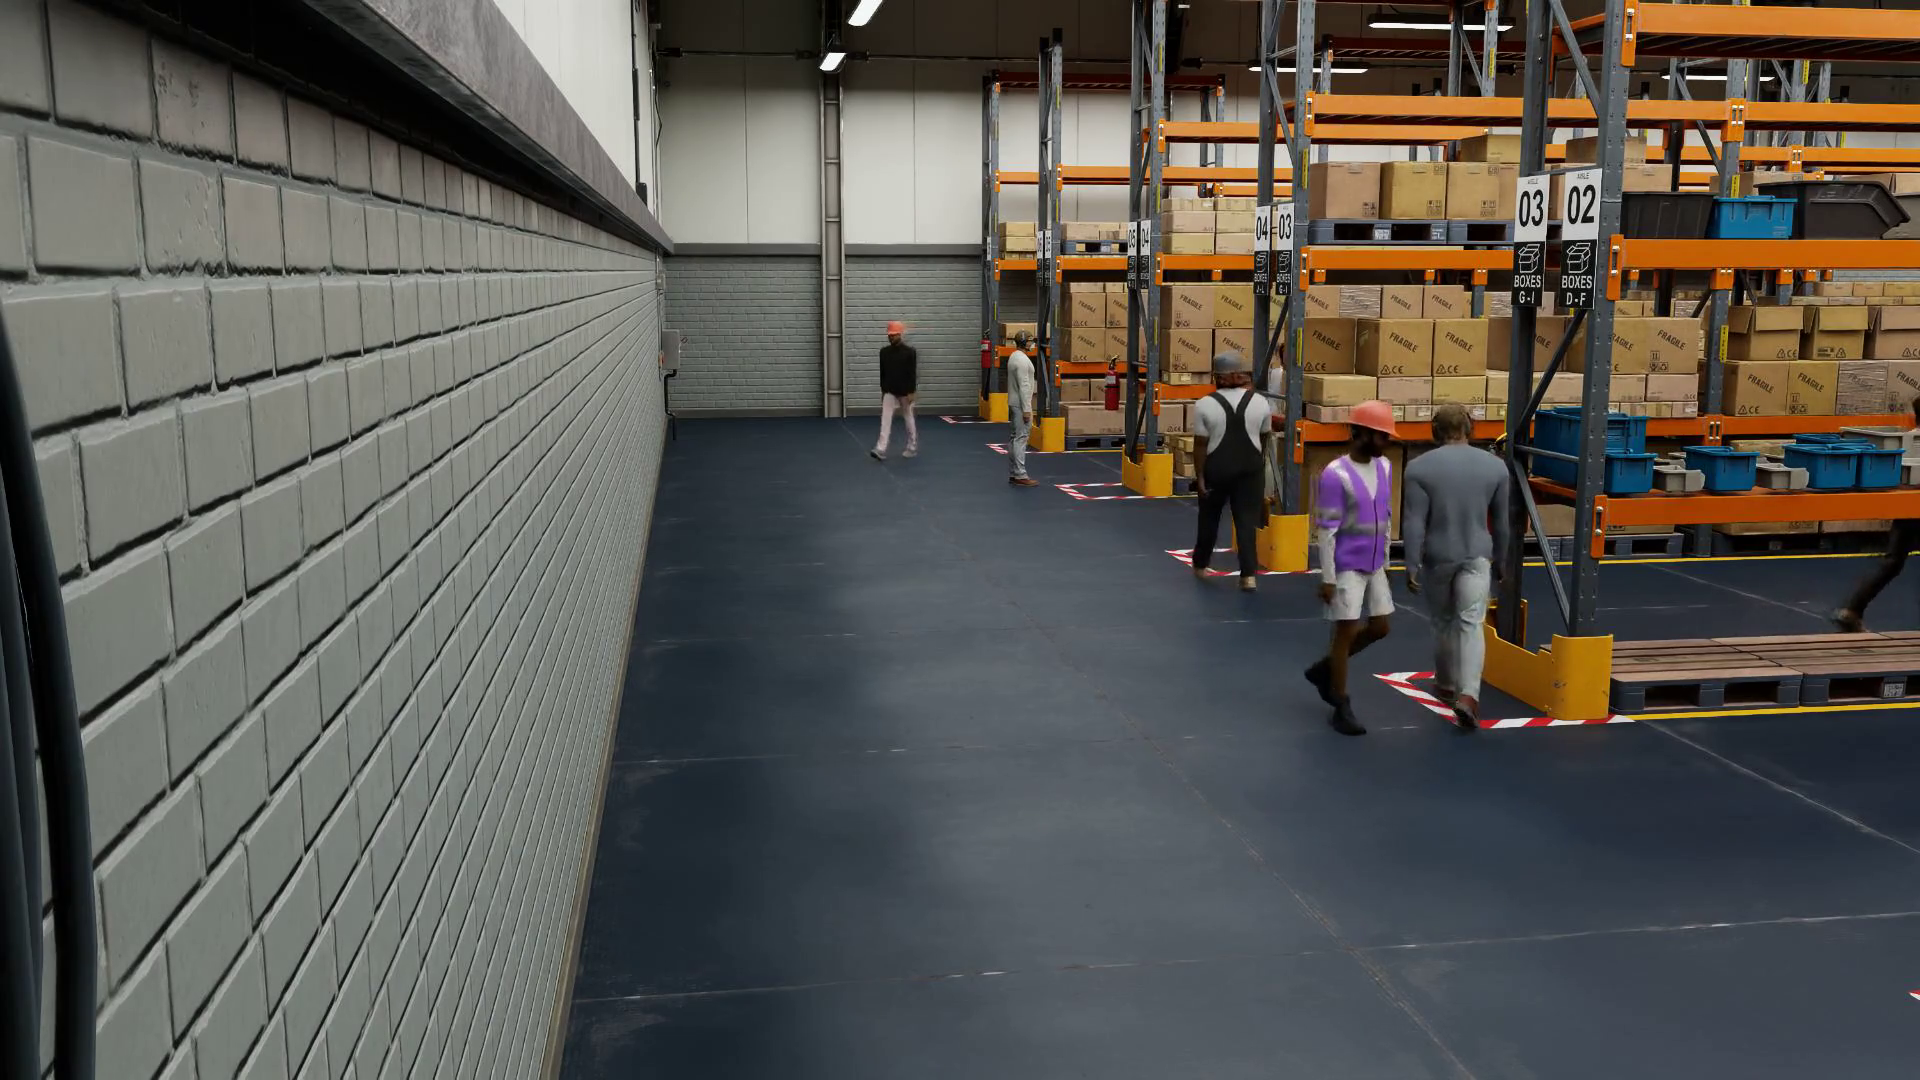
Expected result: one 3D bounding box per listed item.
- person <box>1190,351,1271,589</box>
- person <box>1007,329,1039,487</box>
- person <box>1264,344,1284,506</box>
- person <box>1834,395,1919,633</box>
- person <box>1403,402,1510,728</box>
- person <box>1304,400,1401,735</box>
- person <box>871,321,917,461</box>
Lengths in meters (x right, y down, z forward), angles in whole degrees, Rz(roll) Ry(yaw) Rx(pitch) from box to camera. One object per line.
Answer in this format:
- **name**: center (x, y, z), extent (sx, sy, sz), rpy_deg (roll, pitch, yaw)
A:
- **person**: center (2.264, -0.625, 14.003), extent (0.688, 2.000, 1.005), rpy_deg (-1, 9, -5)
- **person**: center (0.767, -1.627, 20.500), extent (0.367, 1.939, 0.634), rpy_deg (-1, 9, -9)
- **person**: center (3.711, -1.296, 18.760), extent (0.694, 1.844, 0.540), rpy_deg (-2, 9, -9)
- **person**: center (6.763, -0.161, 11.860), extent (0.908, 1.816, 0.518), rpy_deg (-1, 9, -7)
- **person**: center (2.948, 0.133, 9.857), extent (0.648, 1.885, 1.011), rpy_deg (1, 9, 5)
- **person**: center (2.276, 0.137, 9.681), extent (0.606, 1.913, 0.540), rpy_deg (-6, 11, -33)
- **person**: center (-0.895, -2.086, 23.318), extent (0.644, 1.937, 1.012), rpy_deg (5, 10, 27)
